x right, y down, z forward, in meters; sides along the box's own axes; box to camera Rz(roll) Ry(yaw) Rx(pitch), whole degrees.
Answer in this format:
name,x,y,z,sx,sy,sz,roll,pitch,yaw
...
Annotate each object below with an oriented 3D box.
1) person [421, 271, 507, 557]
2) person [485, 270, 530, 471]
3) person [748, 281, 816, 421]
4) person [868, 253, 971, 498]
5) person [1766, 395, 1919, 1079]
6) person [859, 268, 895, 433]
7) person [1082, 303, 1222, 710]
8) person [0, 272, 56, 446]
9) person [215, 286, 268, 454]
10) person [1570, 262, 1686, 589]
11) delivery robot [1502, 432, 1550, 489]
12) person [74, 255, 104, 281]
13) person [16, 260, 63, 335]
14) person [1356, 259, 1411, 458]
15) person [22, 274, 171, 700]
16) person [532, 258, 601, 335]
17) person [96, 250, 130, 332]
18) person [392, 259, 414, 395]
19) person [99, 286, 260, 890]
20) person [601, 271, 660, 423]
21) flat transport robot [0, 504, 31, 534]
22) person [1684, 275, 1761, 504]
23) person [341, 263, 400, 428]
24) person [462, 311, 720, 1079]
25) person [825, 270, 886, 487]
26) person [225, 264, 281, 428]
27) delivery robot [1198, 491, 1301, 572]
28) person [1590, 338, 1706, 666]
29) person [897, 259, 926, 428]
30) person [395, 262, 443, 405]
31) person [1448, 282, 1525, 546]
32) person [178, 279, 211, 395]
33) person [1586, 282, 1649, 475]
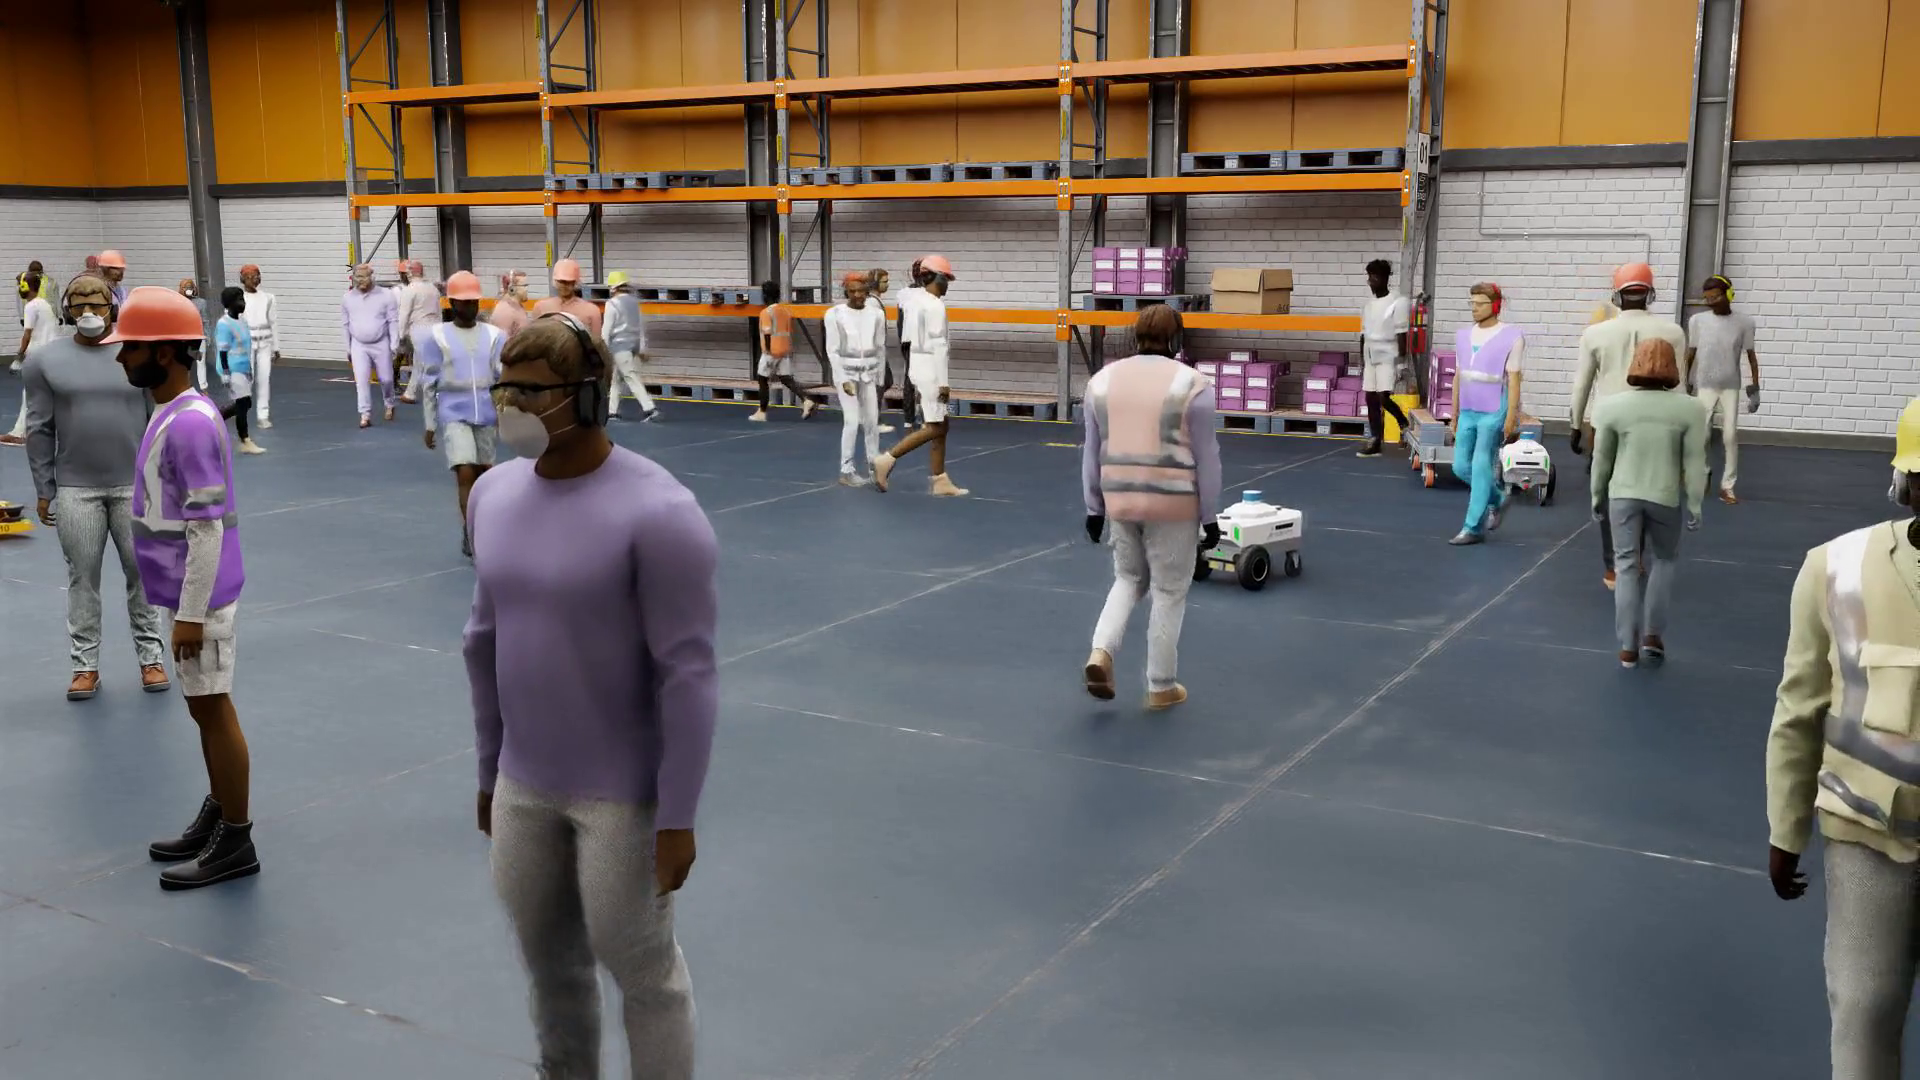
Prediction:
name,x,y,z,sx,sy,sz,roll,pitch,yaw
person,-3.143,-0.782,10.816,0.569,1.896,0.930,-7,12,-34
person,-4.034,-1.521,15.145,0.980,1.860,0.659,-1,10,-7
person,-2.110,-2.220,19.622,0.786,1.669,0.537,4,11,23
person,-0.334,-1.314,13.534,0.790,2.015,0.632,-2,10,-12
person,1.947,0.580,3.348,0.612,1.814,0.423,6,12,33
person,-0.919,-2.092,18.438,0.423,1.827,0.533,-1,10,-3
person,0.834,-0.128,7.340,0.622,1.823,0.508,7,12,35
person,-9.535,-1.867,17.247,0.997,1.807,0.486,-3,11,-19
person,-7.270,-1.679,16.512,0.613,1.677,0.546,0,10,-2
person,4.102,-0.716,10.264,0.650,1.956,0.904,3,11,18
delivery robot,4.605,-0.636,13.539,0.477,0.478,0.707,3,10,16
person,-14.910,-3.946,28.718,0.642,1.910,0.401,-6,12,-31
person,-15.342,-3.742,27.763,0.643,1.842,0.428,-5,11,-25
person,4.167,-1.765,16.262,0.562,1.942,0.648,-6,11,-29
person,-3.929,-0.243,7.663,0.628,1.940,0.373,-5,11,-25
person,-3.391,-1.453,14.430,0.630,1.969,0.778,1,10,6
person,-9.191,-2.132,18.100,0.438,2.030,0.640,2,10,9
person,-7.564,-2.917,22.961,1.008,1.879,0.571,5,11,25
person,-2.515,0.158,5.389,0.361,1.940,0.543,-5,11,-28
person,-3.921,-2.279,19.626,0.909,1.793,0.581,3,11,18
flat transport robot,-7.427,-0.179,12.016,1.431,0.197,0.652,7,12,33
person,6.146,-1.211,13.445,0.631,1.831,0.469,5,11,24
person,-6.810,-2.261,19.281,0.652,1.883,0.827,-2,10,-10
person,-0.767,0.504,3.427,0.635,1.938,0.359,6,12,31
person,-0.878,-1.374,14.306,0.578,1.865,0.450,-5,11,-27
person,-8.090,-2.211,18.998,0.583,1.873,0.515,-9,14,-43
delivery robot,1.796,-0.062,10.286,0.707,0.478,0.477,-9,14,-43
person,3.411,-0.195,8.274,0.529,1.611,0.521,5,11,24
person,-0.459,-2.227,18.956,0.595,1.915,0.374,7,12,36
person,-7.079,-2.673,21.648,0.906,1.852,0.653,3,10,14
person,3.676,-0.877,11.585,0.616,1.825,0.566,-6,12,-31
person,-10.654,-2.805,23.057,0.493,1.624,0.280,-9,13,-40
person,5.841,-1.448,14.621,0.557,1.885,0.992,-1,10,-8
